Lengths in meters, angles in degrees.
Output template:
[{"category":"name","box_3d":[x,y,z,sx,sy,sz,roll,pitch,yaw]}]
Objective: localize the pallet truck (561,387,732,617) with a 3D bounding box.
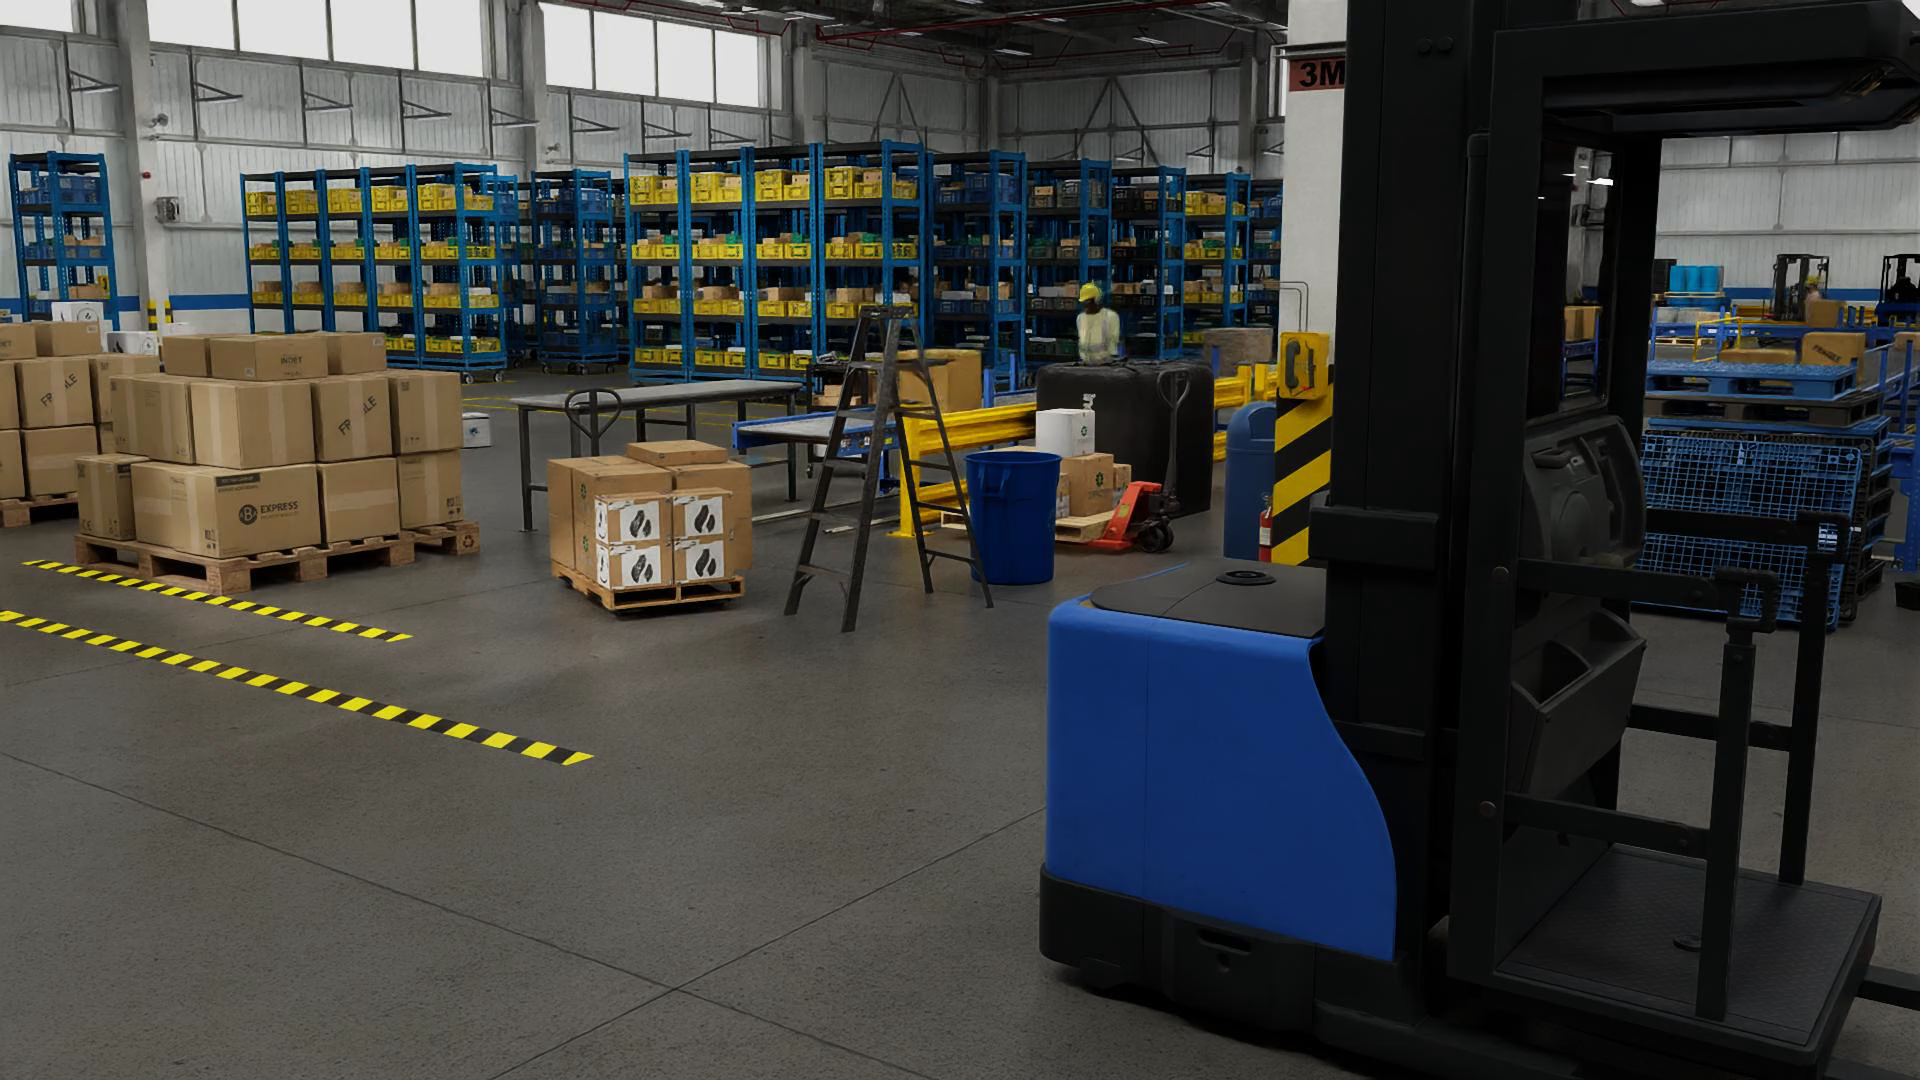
[{"category":"pallet truck","box_3d":[-1.981,-0.274,10.088,0.680,1.201,1.601,-5,11,-28]}]

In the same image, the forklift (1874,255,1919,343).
[{"category":"forklift","box_3d":[22.089,-5.634,38.796,1.157,1.987,2.680,6,11,33]}]

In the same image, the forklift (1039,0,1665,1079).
[{"category":"forklift","box_3d":[1.249,-0.137,4.360,1.873,2.768,1.129,7,12,35]}]

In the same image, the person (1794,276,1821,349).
[{"category":"person","box_3d":[16.919,-4.379,33.069,0.903,1.714,0.540,1,10,4]}]

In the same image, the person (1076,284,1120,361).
[{"category":"person","box_3d":[1.541,-1.995,18.755,0.597,1.763,0.979,6,11,32]}]

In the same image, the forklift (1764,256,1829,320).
[{"category":"forklift","box_3d":[20.253,-5.854,40.139,1.157,1.987,2.680,7,12,35]}]

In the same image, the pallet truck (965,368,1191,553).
[{"category":"pallet truck","box_3d":[0.845,-0.609,11.869,1.630,1.274,0.653,7,12,35]}]
